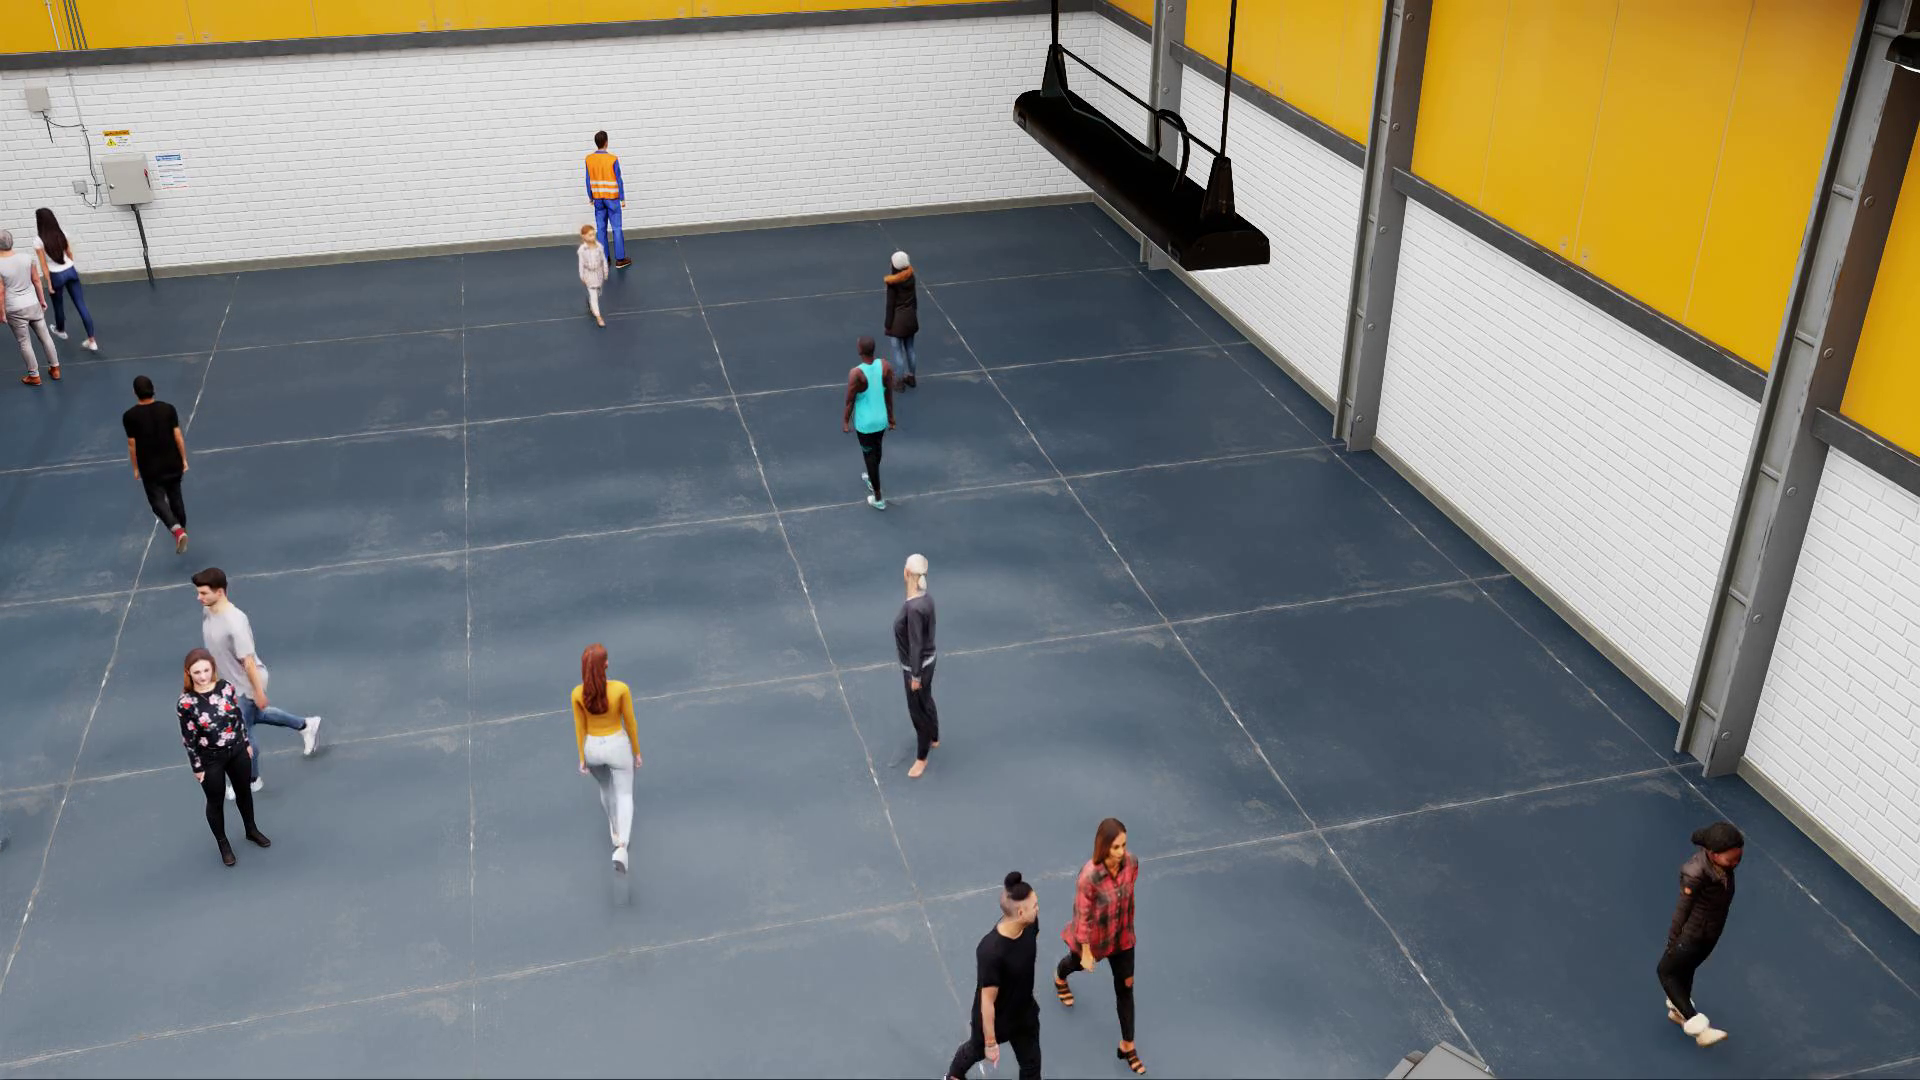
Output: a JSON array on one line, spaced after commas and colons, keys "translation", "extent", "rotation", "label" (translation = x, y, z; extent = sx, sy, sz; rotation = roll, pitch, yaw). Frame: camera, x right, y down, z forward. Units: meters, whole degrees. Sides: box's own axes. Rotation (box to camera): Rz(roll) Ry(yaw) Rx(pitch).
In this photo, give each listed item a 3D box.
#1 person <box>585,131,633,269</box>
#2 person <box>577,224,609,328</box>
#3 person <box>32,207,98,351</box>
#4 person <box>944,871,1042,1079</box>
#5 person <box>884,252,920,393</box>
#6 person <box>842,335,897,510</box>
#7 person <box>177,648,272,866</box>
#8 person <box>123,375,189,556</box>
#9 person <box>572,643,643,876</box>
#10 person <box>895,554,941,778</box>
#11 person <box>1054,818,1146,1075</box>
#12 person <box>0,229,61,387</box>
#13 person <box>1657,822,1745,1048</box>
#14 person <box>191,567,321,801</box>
[{"translation": [-4.817, -4.651, 22.683], "extent": [0.782, 1.864, 0.779], "rotation": [6, 29, 11], "label": "person"}, {"translation": [-4.638, -3.356, 20.905], "extent": [0.722, 1.293, 0.957], "rotation": [-18, 33, -30], "label": "person"}, {"translation": [-10.708, -3.086, 19.963], "extent": [1.184, 1.722, 1.068], "rotation": [19, 34, 30], "label": "person"}, {"translation": [0.177, 2.613, 9.425], "extent": [1.339, 1.808, 1.184], "rotation": [23, 36, 35], "label": "person"}, {"translation": [-0.661, -2.491, 18.966], "extent": [0.757, 1.631, 0.730], "rotation": [22, 36, 35], "label": "person"}, {"translation": [-0.833, -1.127, 16.290], "extent": [0.799, 1.799, 0.974], "rotation": [-15, 32, -26], "label": "person"}, {"translation": [-5.171, 1.484, 11.624], "extent": [0.676, 1.684, 0.655], "rotation": [23, 36, 35], "label": "person"}, {"translation": [-7.448, -0.678, 15.524], "extent": [0.883, 1.744, 1.048], "rotation": [-22, 36, -35], "label": "person"}, {"translation": [-2.426, 1.534, 11.486], "extent": [0.668, 1.727, 1.071], "rotation": [-4, 29, -7], "label": "person"}, {"translation": [-0.294, 0.958, 12.577], "extent": [0.893, 1.695, 0.664], "rotation": [-3, 29, -6], "label": "person"}, {"translation": [0.802, 2.345, 10.076], "extent": [0.819, 1.654, 1.210], "rotation": [-14, 32, -24], "label": "person"}, {"translation": [-10.756, -2.676, 19.096], "extent": [0.791, 1.832, 0.767], "rotation": [20, 34, 32], "label": "person"}, {"translation": [4.521, 2.409, 9.955], "extent": [0.882, 1.658, 0.742], "rotation": [-8, 30, -15], "label": "person"}, {"translation": [-5.248, 0.993, 12.338], "extent": [1.177, 1.862, 1.125], "rotation": [24, 36, 36], "label": "person"}]
